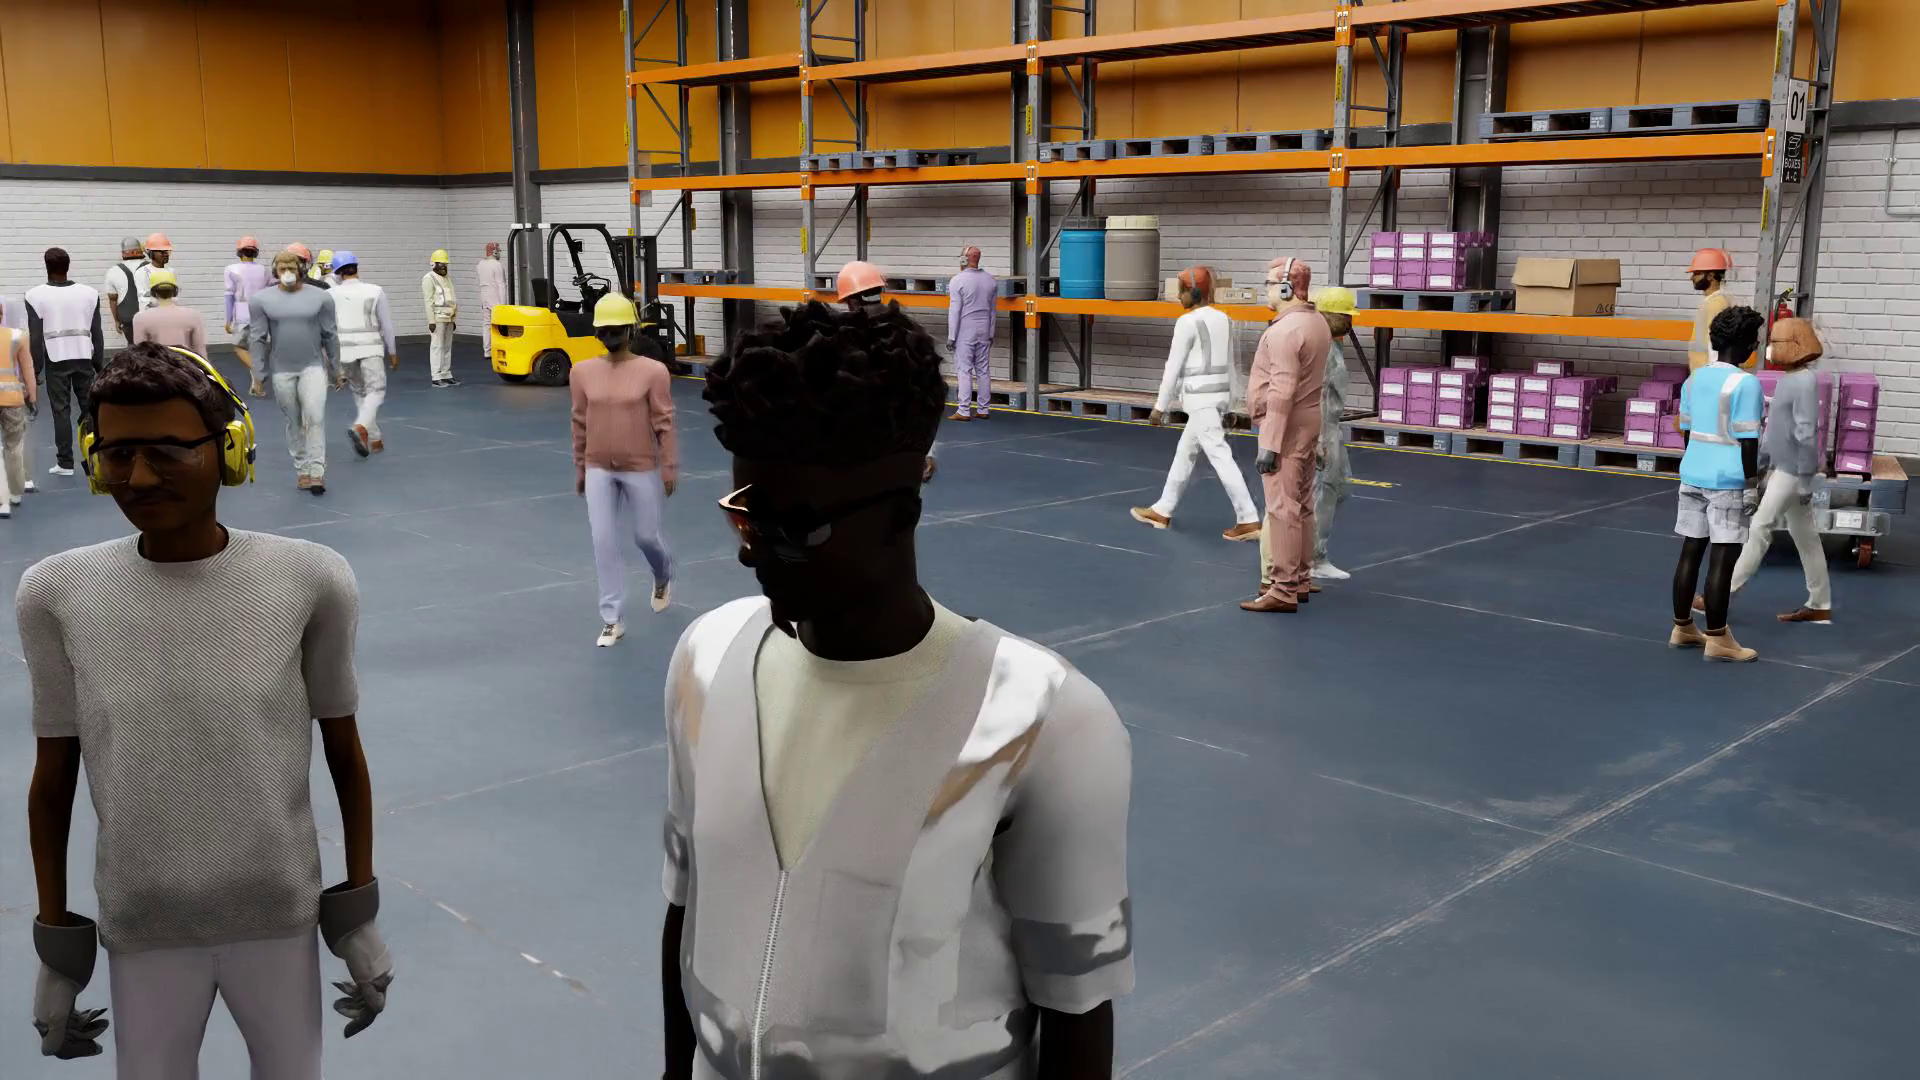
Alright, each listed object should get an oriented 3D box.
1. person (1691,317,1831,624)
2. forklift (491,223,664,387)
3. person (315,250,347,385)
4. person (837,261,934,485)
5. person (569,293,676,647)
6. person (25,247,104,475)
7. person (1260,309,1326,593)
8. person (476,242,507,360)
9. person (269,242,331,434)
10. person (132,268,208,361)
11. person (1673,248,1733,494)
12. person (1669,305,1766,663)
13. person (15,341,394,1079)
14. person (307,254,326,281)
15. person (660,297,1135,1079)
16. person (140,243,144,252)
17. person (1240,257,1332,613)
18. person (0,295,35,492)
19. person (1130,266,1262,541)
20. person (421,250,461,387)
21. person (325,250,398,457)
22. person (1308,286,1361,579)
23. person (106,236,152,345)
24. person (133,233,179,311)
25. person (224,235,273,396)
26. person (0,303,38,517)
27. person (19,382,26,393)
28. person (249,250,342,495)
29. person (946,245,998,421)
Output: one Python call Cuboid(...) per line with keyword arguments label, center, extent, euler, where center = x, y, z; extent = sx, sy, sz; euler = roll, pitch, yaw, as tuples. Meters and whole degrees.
Cuboid(label="person", center=(4.193, -0.348, 8.651), extent=(0.830, 1.595, 0.524), euler=(4, 11, 19))
Cuboid(label="forklift", center=(-5.316, -3.263, 22.920), extent=(2.313, 2.155, 1.214), euler=(-10, 14, -44))
Cuboid(label="person", center=(-8.511, -3.015, 22.579), extent=(0.403, 1.826, 0.591), euler=(-2, 11, -9))
Cuboid(label="person", center=(-0.440, -0.486, 8.603), extent=(0.562, 1.881, 0.886), euler=(-3, 11, -15))
Cuboid(label="person", center=(-1.687, -0.379, 8.424), extent=(0.528, 1.746, 0.713), euler=(1, 10, 4))
Cuboid(label="person", center=(-7.562, -1.509, 14.102), extent=(0.392, 1.922, 0.592), euler=(9, 14, 42))
Cuboid(label="person", center=(1.886, -0.485, 9.301), extent=(0.285, 1.631, 0.502), euler=(10, 14, 43))
Cuboid(label="person", center=(-7.558, -3.875, 27.043), extent=(0.652, 1.906, 0.402), euler=(9, 13, 39))
Cuboid(label="person", center=(-6.249, -1.848, 15.852), extent=(0.621, 1.963, 0.888), euler=(-1, 10, -7))
Cuboid(label="person", center=(-6.378, -1.314, 13.474), extent=(0.542, 1.751, 0.466), euler=(-7, 13, -34))
Cuboid(label="person", center=(5.697, -1.254, 12.707), extent=(0.433, 1.919, 0.566), euler=(4, 11, 23))
Cuboid(label="person", center=(3.636, -0.268, 7.955), extent=(0.319, 1.693, 0.532), euler=(-2, 11, -10))
Cuboid(label="person", center=(-1.178, 0.627, 2.622), extent=(0.532, 1.859, 0.310), euler=(-3, 11, -17))
Cuboid(label="person", center=(-9.842, -3.460, 25.020), extent=(0.653, 1.816, 0.726), euler=(0, 10, -1))
Cuboid(label="person", center=(-0.114, 0.715, 1.870), extent=(0.600, 1.958, 0.377), euler=(6, 12, 31))
Cuboid(label="person", center=(-13.304, -3.878, 26.997), extent=(0.589, 1.928, 0.386), euler=(-6, 12, -28))
Cuboid(label="person", center=(1.743, -0.561, 8.971), extent=(0.409, 1.909, 0.640), euler=(5, 12, 27))
Cuboid(label="person", center=(-7.731, -1.314, 13.171), extent=(1.000, 1.875, 0.596), euler=(7, 13, 34))
Cuboid(label="person", center=(1.628, -0.911, 11.152), extent=(1.063, 1.828, 0.570), euler=(8, 13, 36))
Cuboid(label="person", center=(-6.939, -2.967, 22.297), extent=(0.404, 1.828, 0.603), euler=(2, 11, 12))
Cuboid(label="person", center=(-5.511, -1.696, 15.211), extent=(0.640, 1.893, 0.863), euler=(0, 10, 0))
Cuboid(label="person", center=(2.136, -0.626, 9.799), extent=(0.422, 1.723, 0.492), euler=(3, 11, 16))
Cuboid(label="person", center=(-10.329, -2.830, 20.975), extent=(0.697, 2.000, 0.538), euler=(-3, 11, -16))
Cuboid(label="person", center=(-8.858, -2.382, 18.526), extent=(0.373, 2.042, 0.614), euler=(2, 11, 12))
Cuboid(label="person", center=(-8.857, -2.790, 20.805), extent=(0.526, 2.024, 0.628), euler=(10, 14, 44))
Cuboid(label="person", center=(-7.036, -0.987, 12.122), extent=(0.525, 1.600, 0.846), euler=(-9, 14, -40))
Cuboid(label="person", center=(-12.191, -2.673, 20.753), extent=(0.981, 1.813, 0.521), euler=(-9, 14, -42))
Cuboid(label="person", center=(-5.181, -1.292, 12.961), extent=(0.660, 1.897, 0.939), euler=(-3, 11, -17))
Cuboid(label="person", center=(0.108, -2.256, 18.197), extent=(0.648, 1.913, 0.409), euler=(-9, 13, -39))
